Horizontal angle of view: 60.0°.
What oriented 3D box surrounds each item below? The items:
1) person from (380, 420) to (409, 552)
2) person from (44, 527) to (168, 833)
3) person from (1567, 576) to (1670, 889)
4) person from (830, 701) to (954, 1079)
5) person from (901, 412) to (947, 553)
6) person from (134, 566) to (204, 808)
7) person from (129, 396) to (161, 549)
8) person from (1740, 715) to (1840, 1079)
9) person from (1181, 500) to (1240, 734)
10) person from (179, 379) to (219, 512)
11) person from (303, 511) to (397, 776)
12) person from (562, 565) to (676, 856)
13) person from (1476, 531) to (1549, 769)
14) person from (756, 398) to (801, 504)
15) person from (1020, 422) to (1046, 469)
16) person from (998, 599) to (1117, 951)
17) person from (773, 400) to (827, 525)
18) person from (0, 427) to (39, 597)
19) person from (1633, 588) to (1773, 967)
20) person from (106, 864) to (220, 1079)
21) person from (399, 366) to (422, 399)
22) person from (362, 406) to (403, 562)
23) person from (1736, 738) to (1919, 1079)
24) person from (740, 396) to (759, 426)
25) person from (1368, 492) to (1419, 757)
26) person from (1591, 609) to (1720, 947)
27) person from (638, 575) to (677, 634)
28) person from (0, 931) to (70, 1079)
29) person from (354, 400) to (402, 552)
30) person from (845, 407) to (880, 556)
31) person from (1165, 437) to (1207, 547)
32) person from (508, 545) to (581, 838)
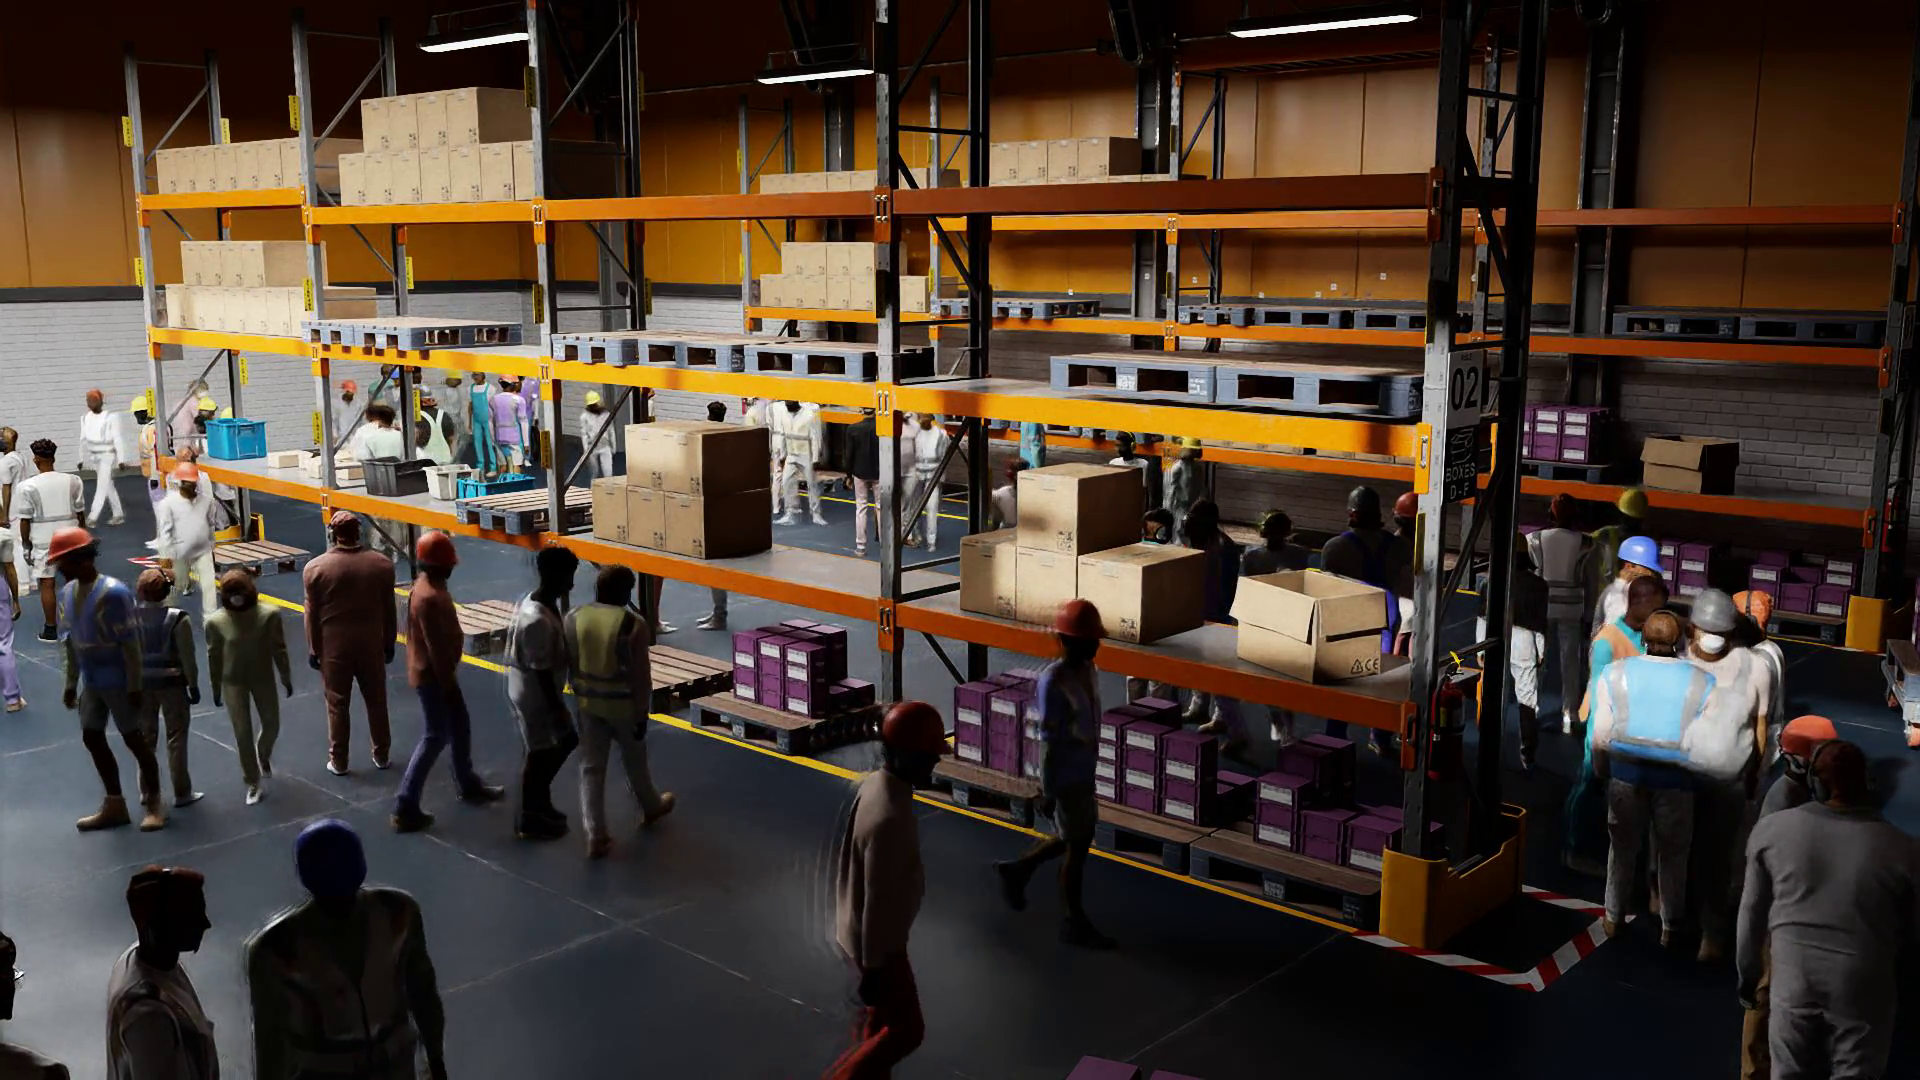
[{"bbox_3d":[-6.986,-0.665,20.587,0.521,1.640,0.307,4,11,21],"label":"person"},{"bbox_3d":[-5.485,0.906,10.730,0.667,2.001,0.498,5,11,27],"label":"person"},{"bbox_3d":[3.932,1.133,9.730,0.641,1.876,0.859,-7,12,-34],"label":"person"},{"bbox_3d":[-0.309,1.610,6.828,0.564,1.962,0.624,-1,10,-6],"label":"person"},{"bbox_3d":[-0.458,-0.811,20.872,0.585,1.842,0.983,-1,10,-5],"label":"person"},{"bbox_3d":[-5.384,0.993,11.236,0.514,1.631,0.312,2,10,11],"label":"person"},{"bbox_3d":[-10.131,-0.850,20.851,0.396,1.918,0.591,-6,12,-29],"label":"person"},{"bbox_3d":[3.683,1.619,7.347,0.341,1.749,0.572,6,12,32],"label":"person"},{"bbox_3d":[1.913,0.591,12.965,0.431,1.836,0.627,-5,11,-25],"label":"person"},{"bbox_3d":[-10.799,-1.342,23.629,0.575,1.919,0.645,5,11,25],"label":"person"},{"bbox_3d":[-4.373,0.735,11.959,0.635,1.900,0.397,-7,12,-34],"label":"person"},{"bbox_3d":[-2.153,1.027,10.553,0.621,1.795,0.882,3,10,14],"label":"person"},{"bbox_3d":[3.997,0.793,12.087,0.490,1.738,0.341,2,10,14],"label":"person"},{"bbox_3d":[-2.832,-1.450,24.379,0.913,1.915,0.612,5,11,28],"label":"person"},{"bbox_3d":[0.955,-0.951,21.088,0.388,2.034,0.605,-1,10,-7],"label":"person"},{"bbox_3d":[0.532,1.242,9.041,0.715,1.919,0.548,6,12,31],"label":"person"},{"bbox_3d":[-2.187,-1.119,22.496,0.676,1.874,0.660,6,12,29],"label":"person"},{"bbox_3d":[-10.239,-0.308,18.026,0.355,1.842,0.509,-1,10,-7],"label":"person"},{"bbox_3d":[3.991,1.180,9.019,0.690,2.000,1.032,4,11,22],"label":"person"},{"bbox_3d":[-2.488,1.927,5.270,0.368,1.878,0.584,-5,11,-26],"label":"person"},{"bbox_3d":[-8.422,-1.740,25.739,0.367,1.967,0.607,0,10,3],"label":"person"},{"bbox_3d":[-6.878,-0.649,19.850,0.388,1.871,0.744,8,13,38],"label":"person"},{"bbox_3d":[3.414,1.719,6.437,0.766,1.888,0.425,8,13,37],"label":"person"},{"bbox_3d":[-3.029,-1.371,24.300,0.356,1.740,0.570,2,10,11],"label":"person"},{"bbox_3d":[3.309,0.618,12.362,0.620,1.986,0.408,-6,12,-30],"label":"person"},{"bbox_3d":[3.756,1.281,9.015,0.637,1.840,0.429,5,11,25],"label":"person"},{"bbox_3d":[-3.004,-0.023,16.215,0.410,1.908,0.598,-6,12,-30],"label":"person"},{"bbox_3d":[-2.754,2.032,4.748,0.563,1.847,0.389,1,10,5],"label":"person"},{"bbox_3d":[-7.263,-0.804,20.668,1.015,1.886,0.646,8,13,37],"label":"person"},{"bbox_3d":[-1.094,-0.793,20.336,0.614,1.982,0.408,0,10,-2],"label":"person"},{"bbox_3d":[2.577,-0.297,18.265,0.512,1.706,0.830,-9,14,-43],"label":"person"},{"bbox_3d":[-2.610,0.970,10.514,0.501,1.931,0.646,-1,10,-5],"label":"person"}]
